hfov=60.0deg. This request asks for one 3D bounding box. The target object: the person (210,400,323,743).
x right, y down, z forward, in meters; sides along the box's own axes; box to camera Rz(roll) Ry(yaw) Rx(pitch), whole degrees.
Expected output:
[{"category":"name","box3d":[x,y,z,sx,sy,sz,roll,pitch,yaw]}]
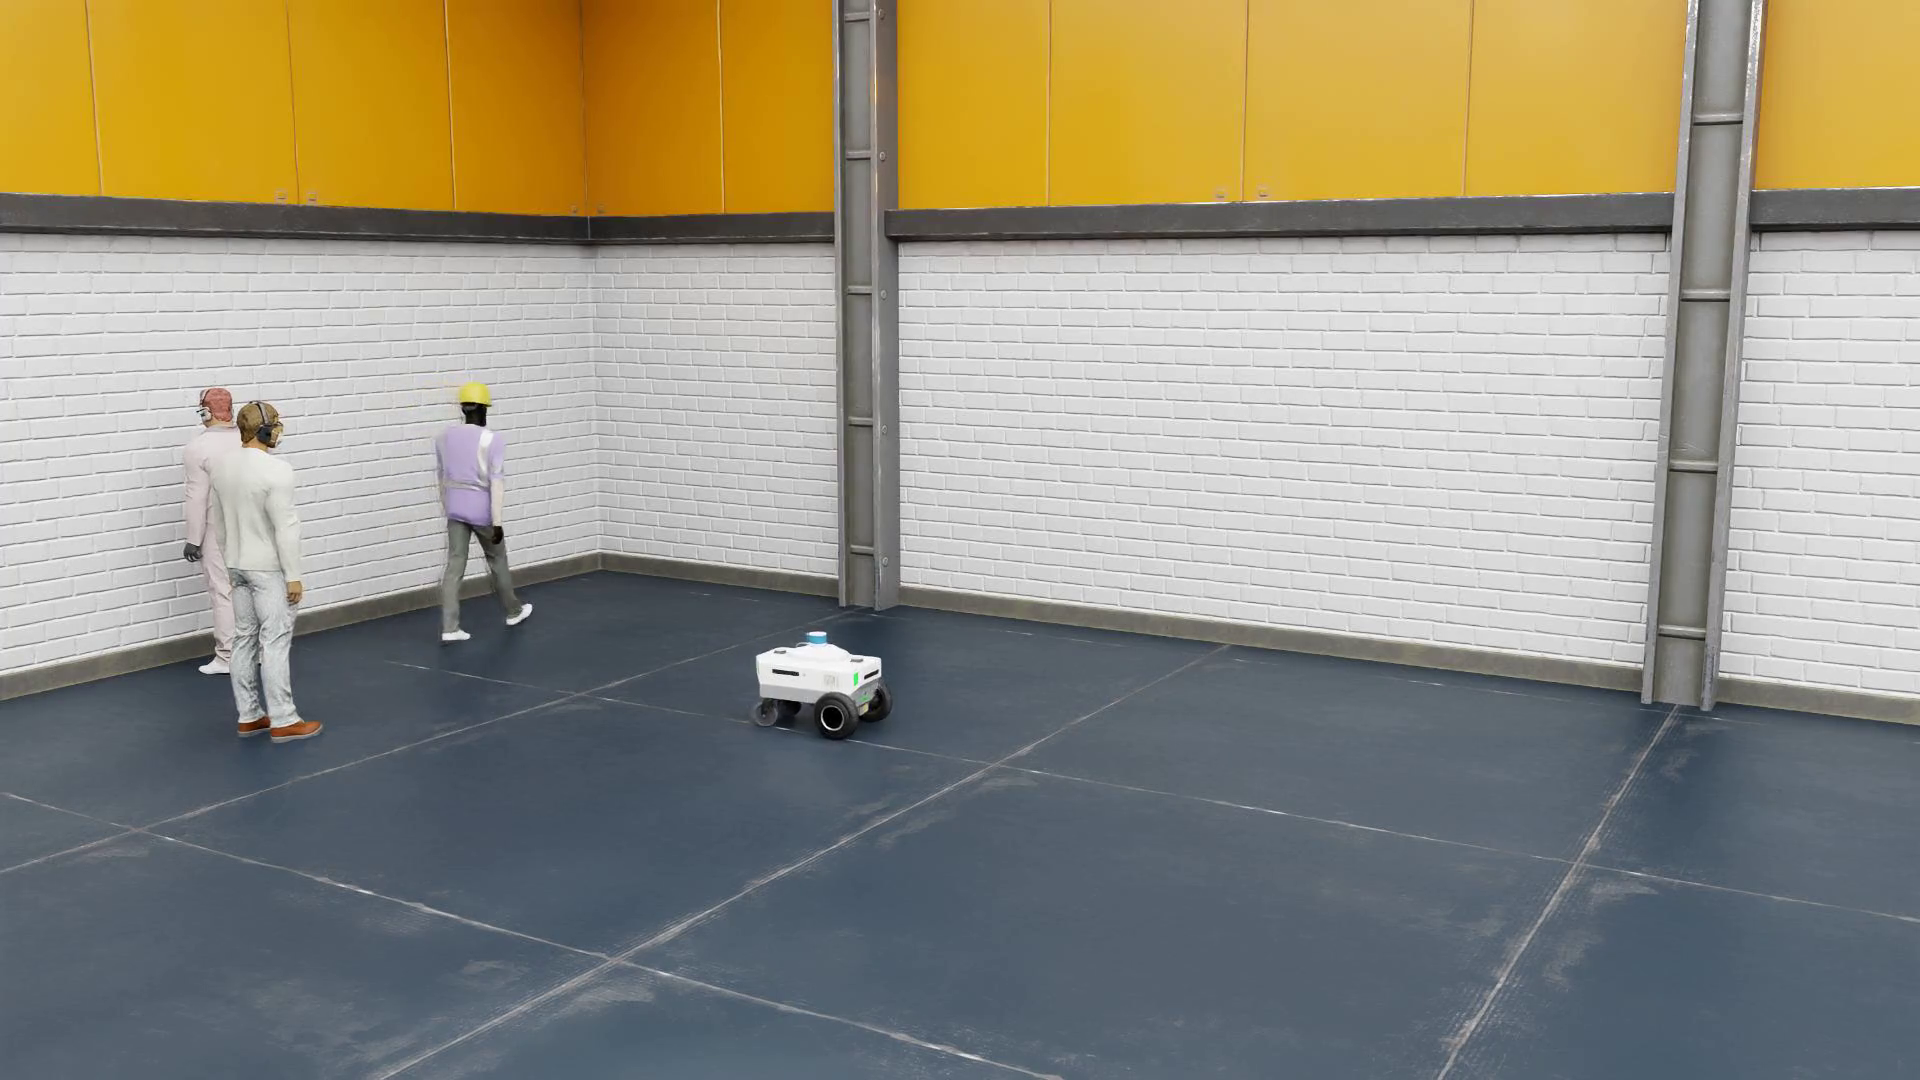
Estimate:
[{"category":"person","box3d":[-3.955,0.179,9.426,0.629,1.939,0.372,5,11,31]}]

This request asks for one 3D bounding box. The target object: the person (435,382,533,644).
[{"category":"person","box3d":[-3.526,-0.215,12.115,0.595,1.858,1.013,2,9,15]}]

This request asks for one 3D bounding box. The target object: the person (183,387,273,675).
[{"category":"person","box3d":[-4.859,-0.059,11.024,0.407,1.904,0.639,5,10,29]}]

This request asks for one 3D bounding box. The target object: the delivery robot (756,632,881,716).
[{"category":"delivery robot","box3d":[-0.826,0.779,9.693,0.707,0.478,0.477,4,10,25]}]
